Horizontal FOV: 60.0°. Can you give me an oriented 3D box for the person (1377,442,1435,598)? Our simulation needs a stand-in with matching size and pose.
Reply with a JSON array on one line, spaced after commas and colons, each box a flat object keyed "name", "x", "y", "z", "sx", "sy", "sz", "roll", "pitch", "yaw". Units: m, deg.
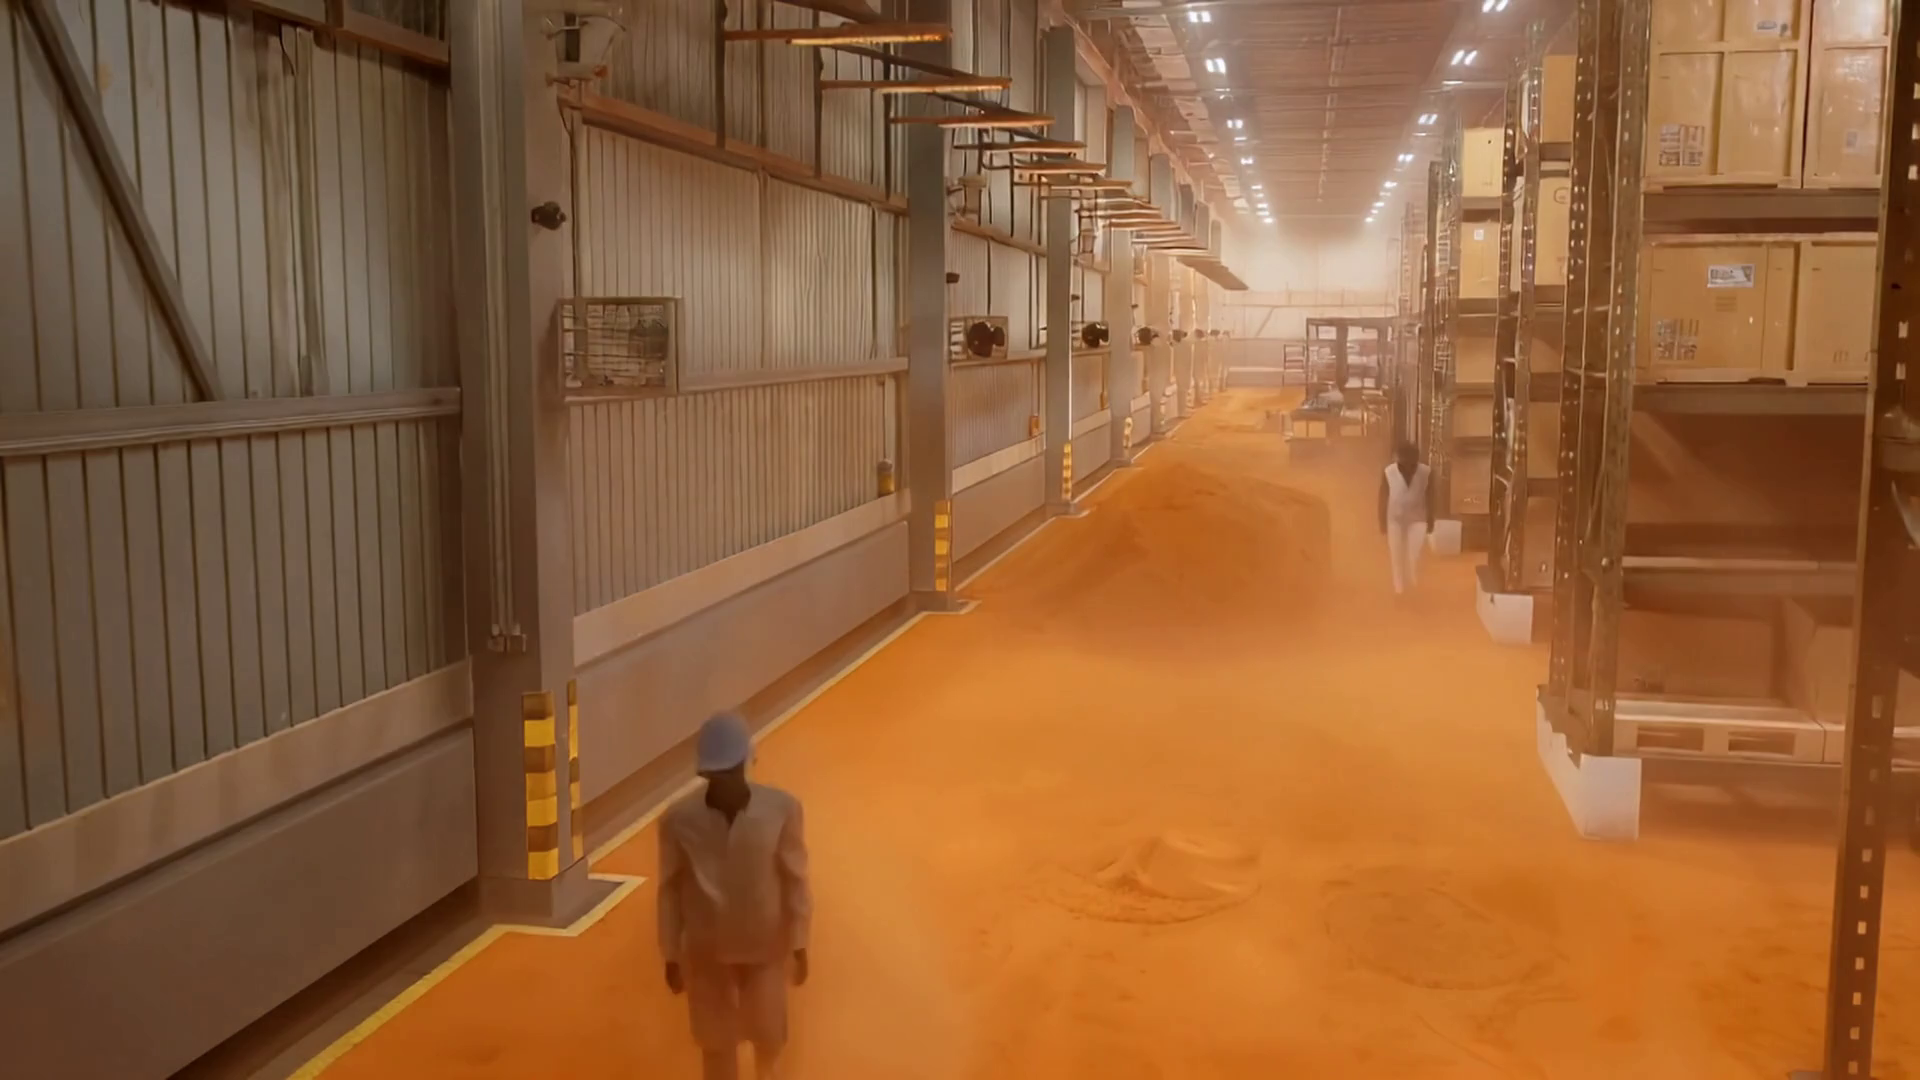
[{"name": "person", "x": 5.184, "y": -0.222, "z": 19.339, "sx": 0.663, "sy": 1.822, "sz": 0.627, "roll": 1, "pitch": 7, "yaw": 10}]

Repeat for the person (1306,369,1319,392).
[{"name": "person", "x": 12.192, "y": -4.994, "z": 57.480, "sx": 0.564, "sy": 1.846, "sz": 0.390, "roll": -1, "pitch": 7, "yaw": -8}]

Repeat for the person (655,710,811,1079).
[{"name": "person", "x": -0.842, "y": 1.463, "z": 6.184, "sx": 0.576, "sy": 1.739, "sz": 0.523, "roll": -1, "pitch": 7, "yaw": -8}]
